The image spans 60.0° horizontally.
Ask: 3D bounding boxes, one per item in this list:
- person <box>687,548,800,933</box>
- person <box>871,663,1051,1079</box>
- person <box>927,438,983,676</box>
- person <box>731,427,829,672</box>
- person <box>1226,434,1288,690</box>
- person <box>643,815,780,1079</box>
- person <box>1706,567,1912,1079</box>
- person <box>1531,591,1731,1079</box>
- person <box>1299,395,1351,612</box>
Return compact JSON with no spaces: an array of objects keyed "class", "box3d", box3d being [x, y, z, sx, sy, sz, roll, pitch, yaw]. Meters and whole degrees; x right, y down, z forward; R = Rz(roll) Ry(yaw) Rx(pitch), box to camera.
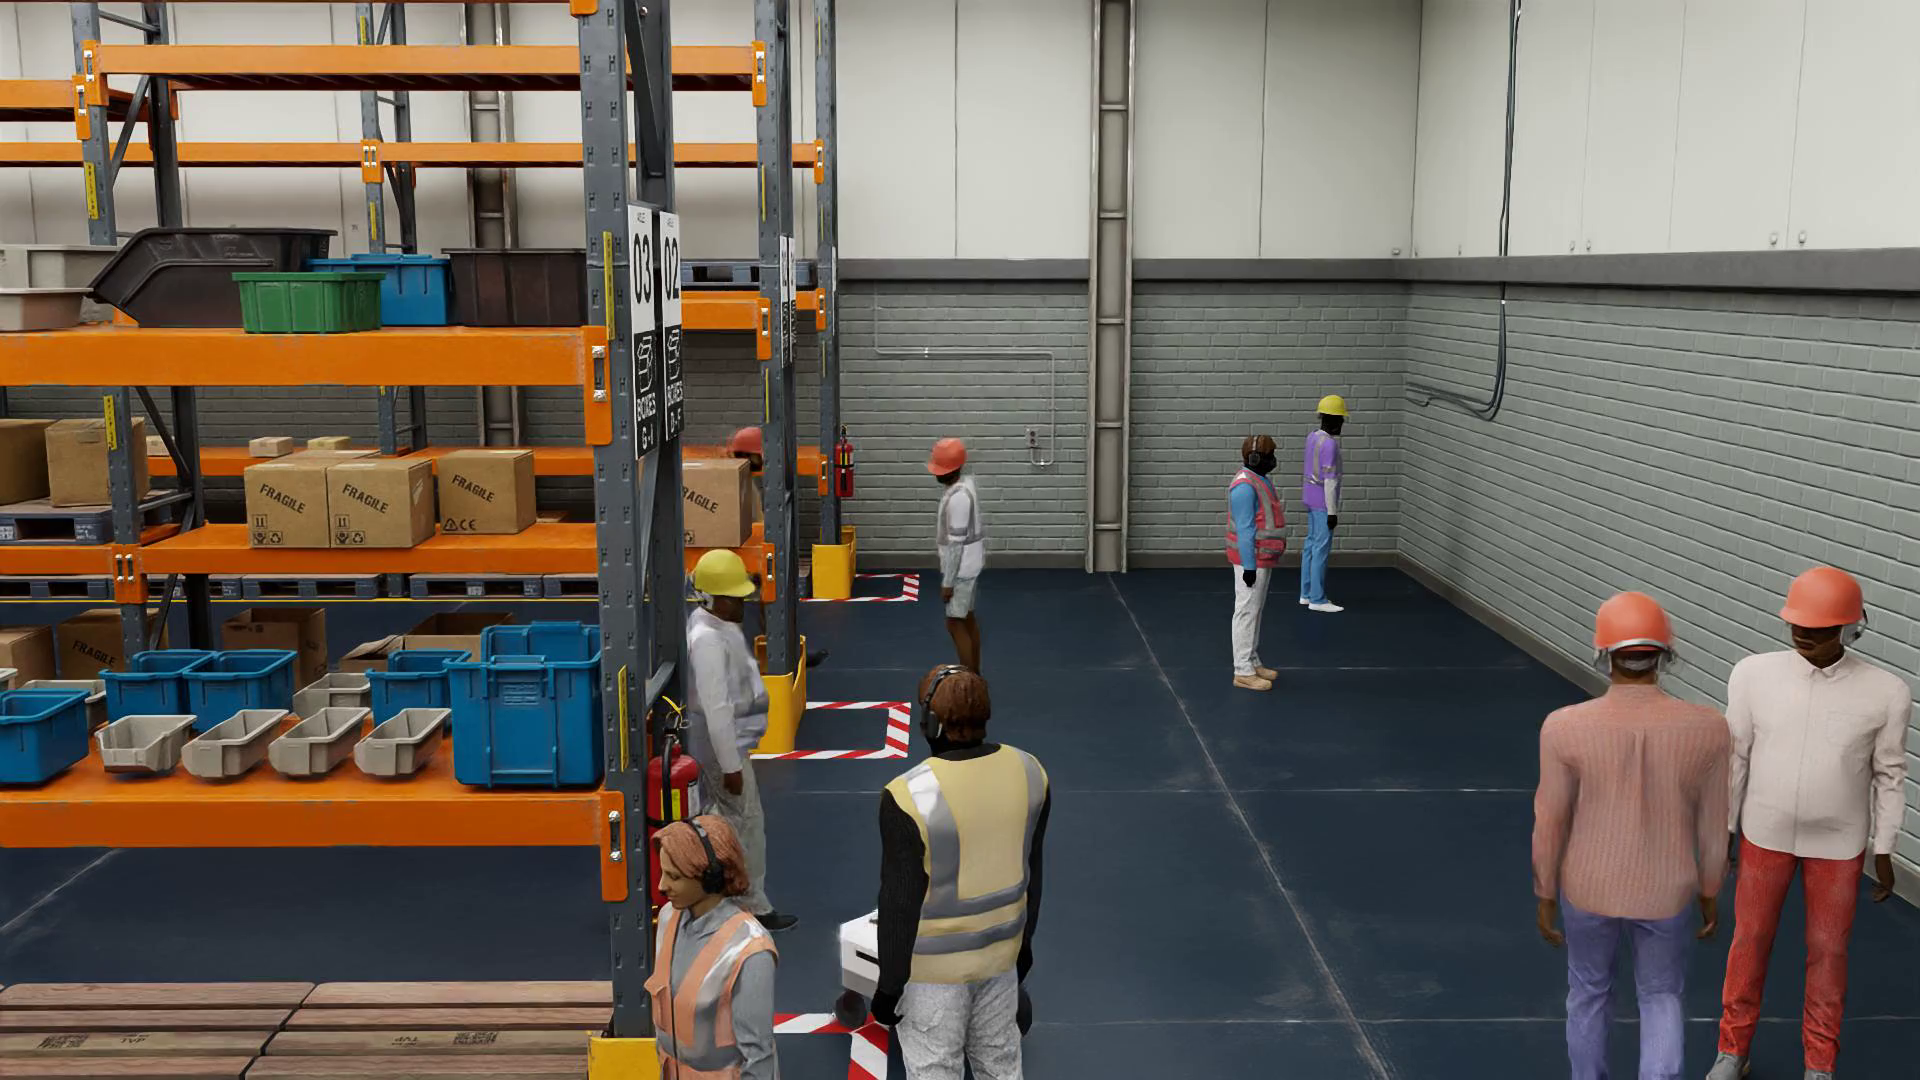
[{"class":"person","box3d":[-1.071,0.912,7.566,0.612,1.801,0.614,-1,9,-6]},{"class":"person","box3d":[-0.019,1.286,5.150,0.635,1.842,0.429,-8,12,-39]},{"class":"person","box3d":[-0.018,0.201,11.706,0.397,1.893,0.731,0,9,3]},{"class":"person","box3d":[-1.466,0.128,12.105,0.993,1.882,0.574,0,9,1]},{"class":"person","box3d":[2.159,0.151,12.109,0.429,1.844,0.627,3,10,19]},{"class":"person","box3d":[-0.642,1.513,4.409,0.315,1.631,0.523,-8,12,-40]},{"class":"person","box3d":[3.052,1.071,6.012,0.612,1.990,0.392,5,11,30]},{"class":"person","box3d":[2.214,1.157,5.512,0.627,1.981,0.653,2,10,13]},{"class":"person","box3d":[3.246,-0.326,14.781,0.385,1.922,0.594,-1,9,-5]}]
